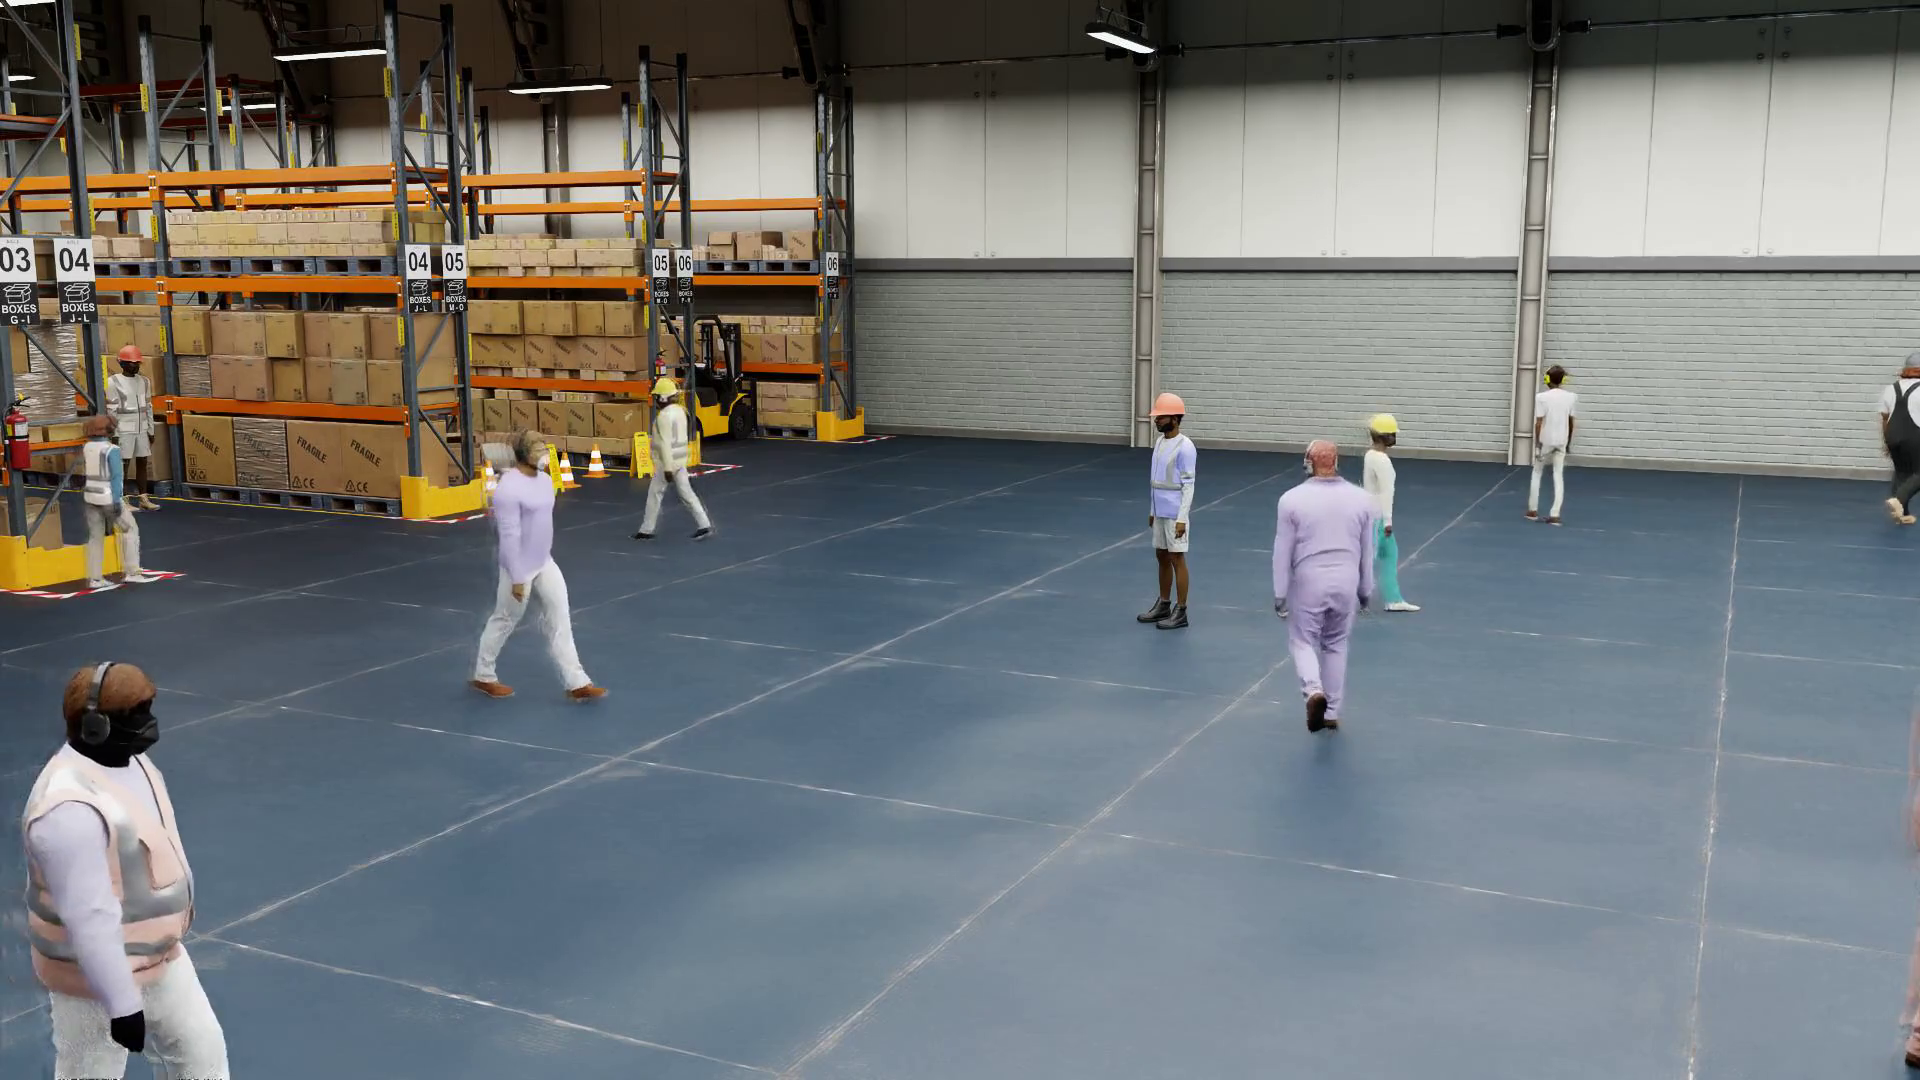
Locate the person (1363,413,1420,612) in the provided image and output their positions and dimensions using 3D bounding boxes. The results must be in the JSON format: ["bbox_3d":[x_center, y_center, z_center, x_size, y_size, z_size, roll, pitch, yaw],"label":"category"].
[{"bbox_3d":[3.511,-0.225,14.203,0.856,1.731,0.527,0,9,3],"label":"person"}]

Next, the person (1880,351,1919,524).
[{"bbox_3d":[10.885,-1.166,19.061,0.676,2.000,0.693,-4,10,-23],"label":"person"}]

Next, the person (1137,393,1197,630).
[{"bbox_3d":[1.709,-0.236,13.675,0.357,1.938,0.542,-4,10,-23],"label":"person"}]

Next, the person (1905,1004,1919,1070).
[{"bbox_3d":[3.780,1.089,5.754,0.848,1.866,0.651,8,12,39],"label":"person"}]

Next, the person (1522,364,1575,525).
[{"bbox_3d":[6.876,-1.121,19.393,0.526,1.844,0.805,0,9,0],"label":"person"}]

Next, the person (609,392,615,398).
[{"bbox_3d":[-5.780,-2.289,26.630,0.982,1.817,0.539,3,10,20],"label":"person"}]

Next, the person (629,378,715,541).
[{"bbox_3d":[-3.106,-0.857,17.949,0.947,1.789,0.602,2,10,14],"label":"person"}]

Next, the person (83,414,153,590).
[{"bbox_3d":[-7.851,-0.361,15.419,0.518,1.616,0.613,5,10,27],"label":"person"}]

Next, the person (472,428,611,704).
[{"bbox_3d":[-2.908,0.186,11.255,1.049,1.886,0.644,3,10,19],"label":"person"}]

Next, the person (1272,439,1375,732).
[{"bbox_3d":[2.308,0.308,10.514,0.675,1.884,0.595,-1,9,-7],"label":"person"}]

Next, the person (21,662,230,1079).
[{"bbox_3d":[-2.370,1.249,4.935,0.818,1.810,0.665,-1,9,-8],"label":"person"}]

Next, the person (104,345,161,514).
[{"bbox_3d":[-9.995,-1.334,20.126,0.403,2.035,0.606,4,10,25],"label":"person"}]
